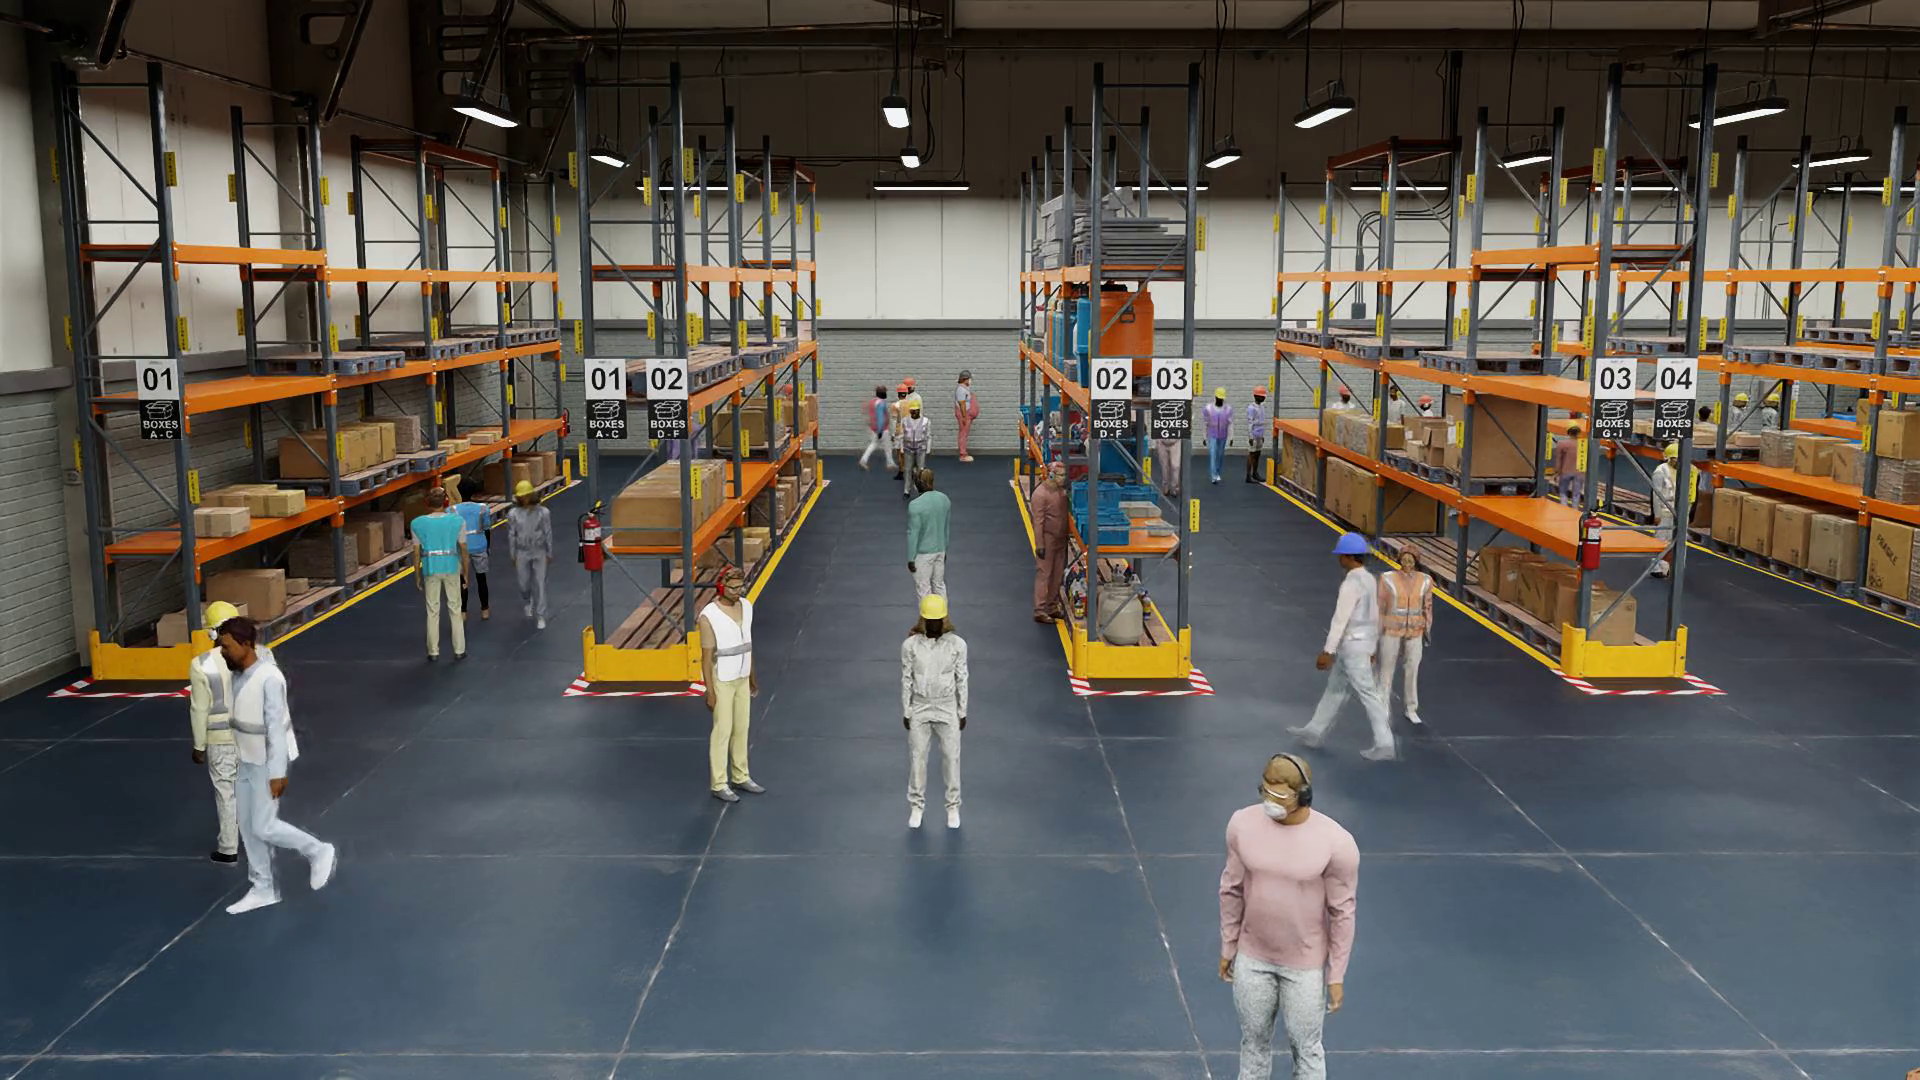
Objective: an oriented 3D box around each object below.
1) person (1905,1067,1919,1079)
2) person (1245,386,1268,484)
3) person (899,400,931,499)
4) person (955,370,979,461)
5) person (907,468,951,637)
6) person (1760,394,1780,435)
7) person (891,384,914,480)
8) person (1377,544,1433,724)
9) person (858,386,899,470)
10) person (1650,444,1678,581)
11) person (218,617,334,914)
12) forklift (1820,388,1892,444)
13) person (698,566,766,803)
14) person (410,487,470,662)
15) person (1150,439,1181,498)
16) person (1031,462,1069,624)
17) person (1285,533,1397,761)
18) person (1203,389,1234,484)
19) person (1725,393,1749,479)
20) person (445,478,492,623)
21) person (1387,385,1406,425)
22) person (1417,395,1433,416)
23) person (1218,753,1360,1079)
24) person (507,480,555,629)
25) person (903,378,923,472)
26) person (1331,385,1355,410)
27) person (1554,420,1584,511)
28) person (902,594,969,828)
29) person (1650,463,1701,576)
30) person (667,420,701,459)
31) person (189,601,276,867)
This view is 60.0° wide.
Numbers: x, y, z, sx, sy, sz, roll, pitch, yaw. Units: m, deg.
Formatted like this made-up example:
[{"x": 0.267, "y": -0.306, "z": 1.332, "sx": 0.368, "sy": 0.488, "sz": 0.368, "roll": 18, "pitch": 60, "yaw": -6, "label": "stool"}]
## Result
[{"x": 2.980, "y": 2.391, "z": 5.106, "sx": 0.287, "sy": 1.626, "sz": 0.497, "roll": 4, "pitch": 10, "yaw": 26, "label": "person"}, {"x": 5.885, "y": -2.077, "z": 32.869, "sx": 0.380, "sy": 1.928, "sz": 0.546, "roll": 6, "pitch": 11, "yaw": 35, "label": "person"}, {"x": -0.822, "y": -1.649, "z": 30.415, "sx": 0.586, "sy": 1.835, "sz": 0.403, "roll": 1, "pitch": 9, "yaw": 4, "label": "person"}, {"x": 0.153, "y": -2.774, "z": 36.986, "sx": 0.538, "sy": 2.000, "sz": 0.683, "roll": 0, "pitch": 9, "yaw": 1, "label": "person"}, {"x": -0.358, "y": 0.158, "z": 18.503, "sx": 0.377, "sy": 1.929, "sz": 0.633, "roll": 8, "pitch": 12, "yaw": 40, "label": "person"}, {"x": 16.355, "y": -2.091, "z": 33.594, "sx": 0.320, "sy": 1.731, "sz": 0.490, "roll": -1, "pitch": 9, "yaw": -5, "label": "person"}, {"x": -1.148, "y": -2.169, "z": 33.422, "sx": 0.546, "sy": 1.939, "sz": 0.375, "roll": -5, "pitch": 10, "yaw": -28, "label": "person"}, {"x": 3.998, "y": 0.845, "z": 14.994, "sx": 0.514, "sy": 1.639, "sz": 0.311, "roll": 0, "pitch": 9, "yaw": 1, "label": "person"}, {"x": -1.731, "y": -2.363, "z": 35.121, "sx": 0.891, "sy": 1.802, "sz": 0.644, "roll": -4, "pitch": 10, "yaw": -23, "label": "person"}, {"x": 9.490, "y": -0.378, "z": 22.245, "sx": 0.600, "sy": 1.830, "sz": 0.404, "roll": -6, "pitch": 11, "yaw": -35, "label": "person"}, {"x": -4.398, "y": 1.405, "z": 10.570, "sx": 0.611, "sy": 1.894, "sz": 0.575, "roll": 7, "pitch": 12, "yaw": 40, "label": "person"}, {"x": 20.072, "y": -3.110, "z": 36.462, "sx": 1.873, "sy": 2.768, "sz": 1.129, "roll": 0, "pitch": 9, "yaw": 0, "label": "forklift"}, {"x": -1.784, "y": 1.094, "z": 12.786, "sx": 0.407, "sy": 1.830, "sz": 0.577, "roll": 5, "pitch": 10, "yaw": 30, "label": "person"}, {"x": -5.439, "y": 0.362, "z": 17.439, "sx": 0.567, "sy": 1.847, "sz": 0.389, "roll": -3, "pitch": 9, "yaw": -16, "label": "person"}, {"x": 3.845, "y": -1.712, "z": 30.715, "sx": 0.660, "sy": 1.870, "sz": 0.906, "roll": 2, "pitch": 9, "yaw": 16, "label": "person"}, {"x": 1.092, "y": 0.026, "z": 19.467, "sx": 0.401, "sy": 1.893, "sz": 0.652, "roll": 6, "pitch": 11, "yaw": 34, "label": "person"}, {"x": 3.236, "y": 0.887, "z": 13.909, "sx": 0.990, "sy": 1.896, "sz": 0.619, "roll": 4, "pitch": 10, "yaw": 25, "label": "person"}, {"x": 5.129, "y": -2.062, "z": 32.989, "sx": 0.592, "sy": 1.868, "sz": 1.009, "roll": 0, "pitch": 9, "yaw": 2, "label": "person"}, {"x": 15.759, "y": -2.108, "z": 33.701, "sx": 0.343, "sy": 1.734, "sz": 0.483, "roll": 5, "pitch": 10, "yaw": 29, "label": "person"}, {"x": -5.744, "y": 0.121, "z": 19.472, "sx": 0.539, "sy": 1.696, "sz": 0.317, "roll": -5, "pitch": 10, "yaw": -29, "label": "person"}, {"x": 8.979, "y": -2.272, "z": 34.362, "sx": 0.339, "sy": 1.859, "sz": 0.502, "roll": -6, "pitch": 11, "yaw": -33, "label": "person"}, {"x": 9.162, "y": -1.983, "z": 32.824, "sx": 0.337, "sy": 1.748, "sz": 0.574, "roll": 3, "pitch": 9, "yaw": 19, "label": "person"}, {"x": 1.441, "y": 1.877, "z": 7.417, "sx": 0.627, "sy": 1.934, "sz": 0.370, "roll": 6, "pitch": 10, "yaw": 32, "label": "person"}, {"x": -4.945, "y": 0.149, "z": 19.212, "sx": 0.509, "sy": 1.720, "sz": 0.512, "roll": -2, "pitch": 9, "yaw": -11, "label": "person"}, {"x": -1.032, "y": -2.407, "z": 34.801, "sx": 0.396, "sy": 1.986, "sz": 0.608, "roll": -7, "pitch": 11, "yaw": -37, "label": "person"}, {"x": 7.768, "y": -2.219, "z": 33.919, "sx": 0.551, "sy": 1.900, "sz": 0.959, "roll": -5, "pitch": 10, "yaw": -27, "label": "person"}, {"x": 9.941, "y": -1.078, "z": 27.031, "sx": 0.561, "sy": 1.734, "sz": 0.668, "roll": 2, "pitch": 9, "yaw": 13, "label": "person"}, {"x": -0.184, "y": 1.246, "z": 12.114, "sx": 0.486, "sy": 1.736, "sz": 0.320, "roll": 0, "pitch": 9, "yaw": 3, "label": "person"}, {"x": 9.578, "y": -0.383, "z": 22.343, "sx": 0.629, "sy": 1.819, "sz": 0.433, "roll": 0, "pitch": 9, "yaw": -2, "label": "person"}, {"x": -4.708, "y": -1.387, "z": 28.482, "sx": 0.636, "sy": 1.918, "sz": 0.602, "roll": 1, "pitch": 9, "yaw": 3, "label": "person"}, {"x": -4.965, "y": 1.317, "z": 11.370, "sx": 0.403, "sy": 1.823, "sz": 0.586, "roll": 8, "pitch": 12, "yaw": 41, "label": "person"}]
